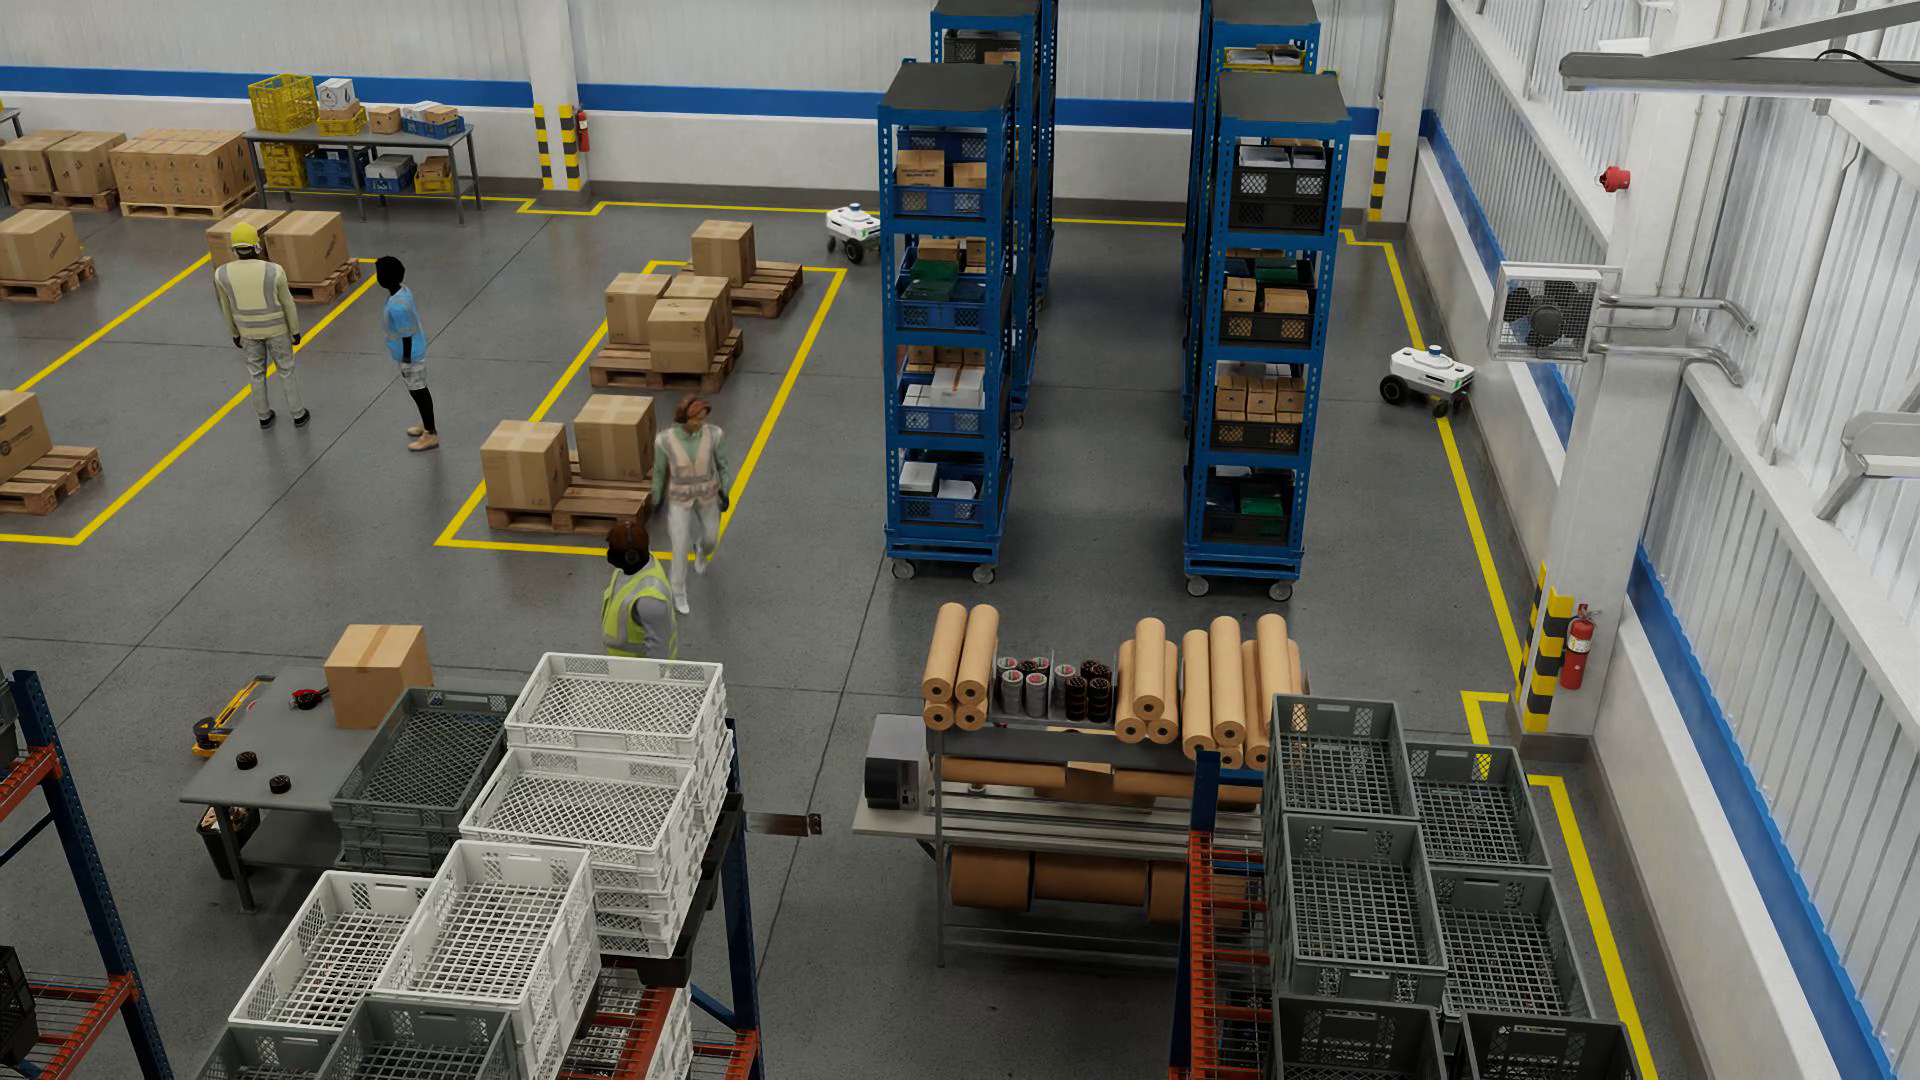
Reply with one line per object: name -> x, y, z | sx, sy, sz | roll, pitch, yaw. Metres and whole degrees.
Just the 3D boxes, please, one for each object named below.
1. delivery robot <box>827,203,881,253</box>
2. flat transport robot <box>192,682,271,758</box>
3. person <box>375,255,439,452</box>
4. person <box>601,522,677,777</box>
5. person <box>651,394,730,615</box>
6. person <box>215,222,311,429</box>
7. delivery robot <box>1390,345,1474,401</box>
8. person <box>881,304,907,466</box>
delivery robot -> -1.140, -3.436, 18.178 | 0.477, 0.478, 0.707 | -23, 38, -34
flat transport robot -> -4.089, 1.163, 10.648 | 1.431, 0.197, 0.652 | 3, 30, 6
person -> -4.632, -1.568, 13.931 | 0.317, 1.695, 0.540 | -8, 31, -14
person -> -1.890, 0.706, 9.882 | 0.429, 1.842, 0.634 | -11, 32, -18
person -> -1.939, -0.321, 11.876 | 0.594, 1.618, 0.598 | -10, 32, -17
person -> -5.962, -1.823, 14.248 | 0.596, 1.823, 0.403 | -3, 30, -5
delivery robot -> 4.212, -1.498, 14.849 | 0.707, 0.478, 0.477 | 25, 39, 36
person -> -0.319, -1.363, 13.306 | 0.621, 1.982, 0.413 | -6, 31, -10
